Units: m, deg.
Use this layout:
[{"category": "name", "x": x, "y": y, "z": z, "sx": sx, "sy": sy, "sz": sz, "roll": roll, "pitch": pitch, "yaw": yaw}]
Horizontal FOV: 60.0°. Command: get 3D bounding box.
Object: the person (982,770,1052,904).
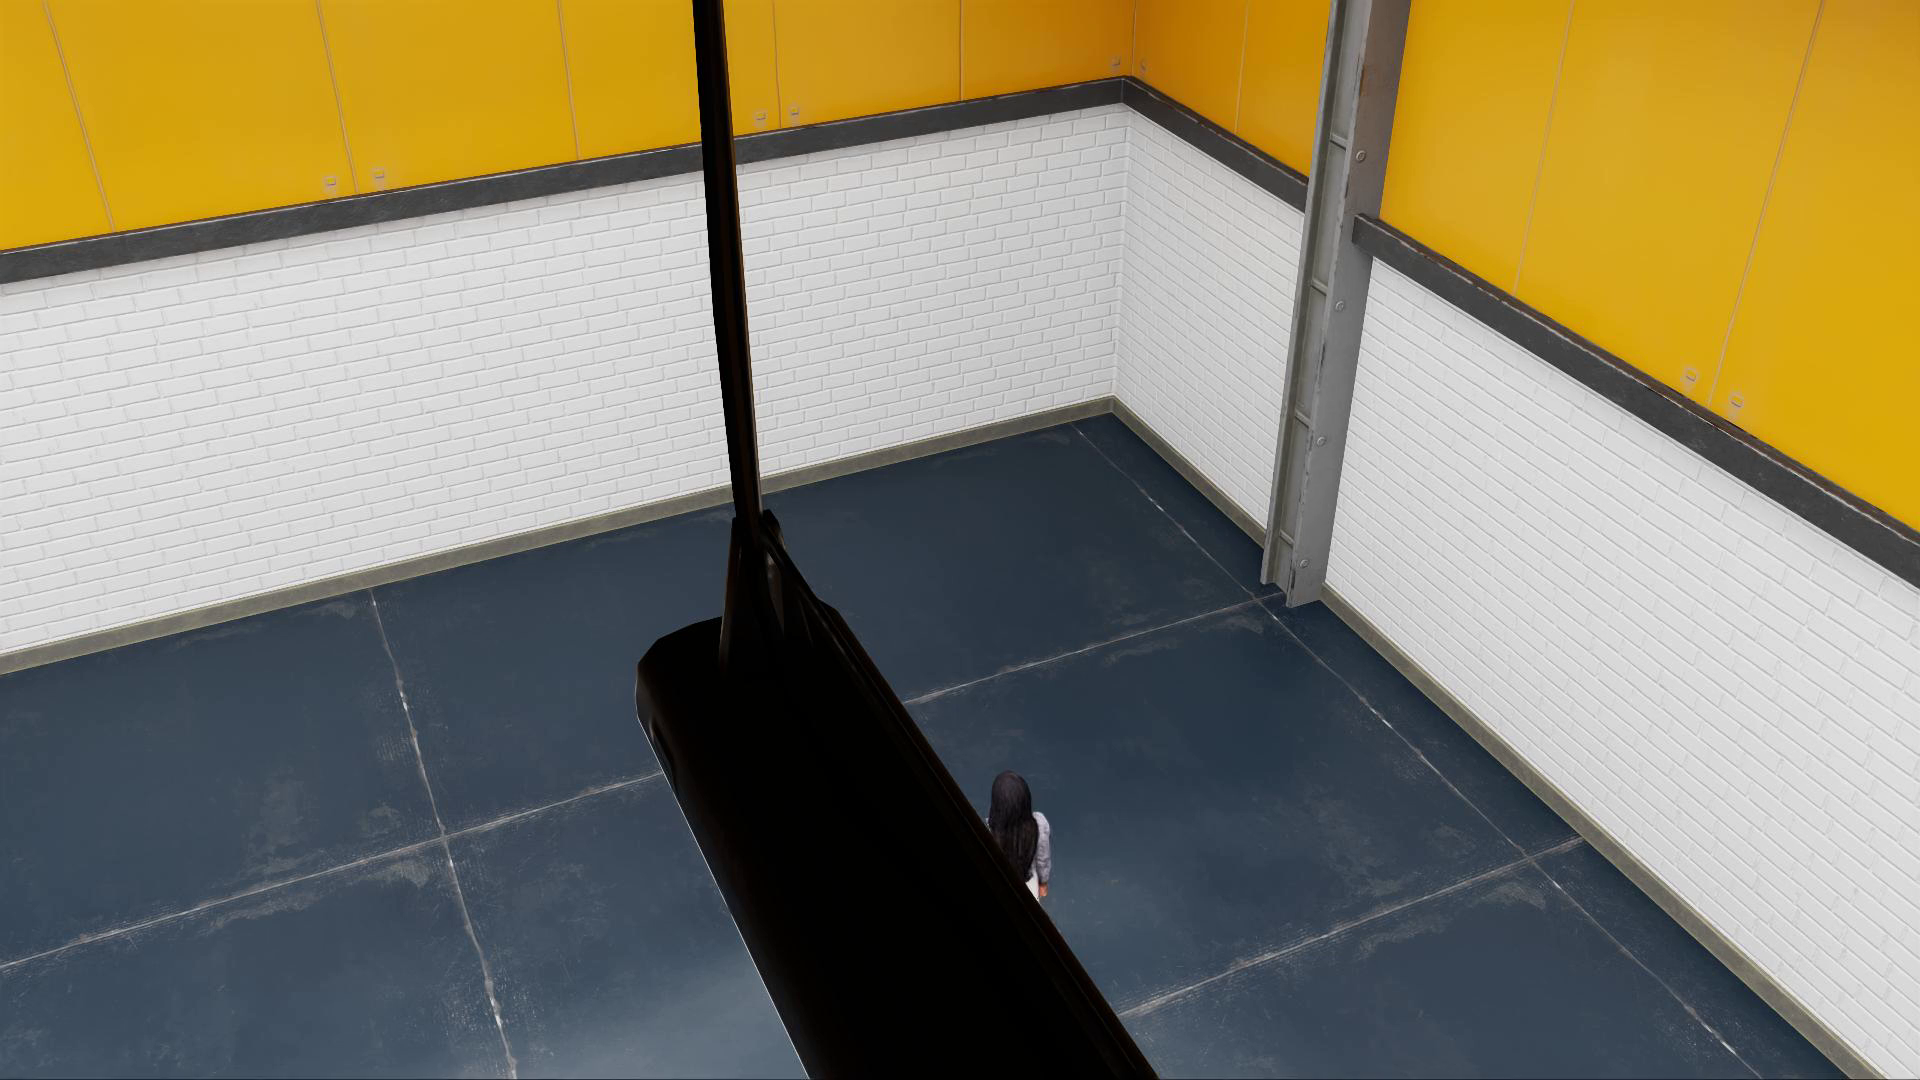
[{"category": "person", "x": 0.264, "y": 1.956, "z": 8.674, "sx": 0.852, "sy": 1.678, "sz": 1.229, "roll": -5, "pitch": 34, "yaw": -7}]
